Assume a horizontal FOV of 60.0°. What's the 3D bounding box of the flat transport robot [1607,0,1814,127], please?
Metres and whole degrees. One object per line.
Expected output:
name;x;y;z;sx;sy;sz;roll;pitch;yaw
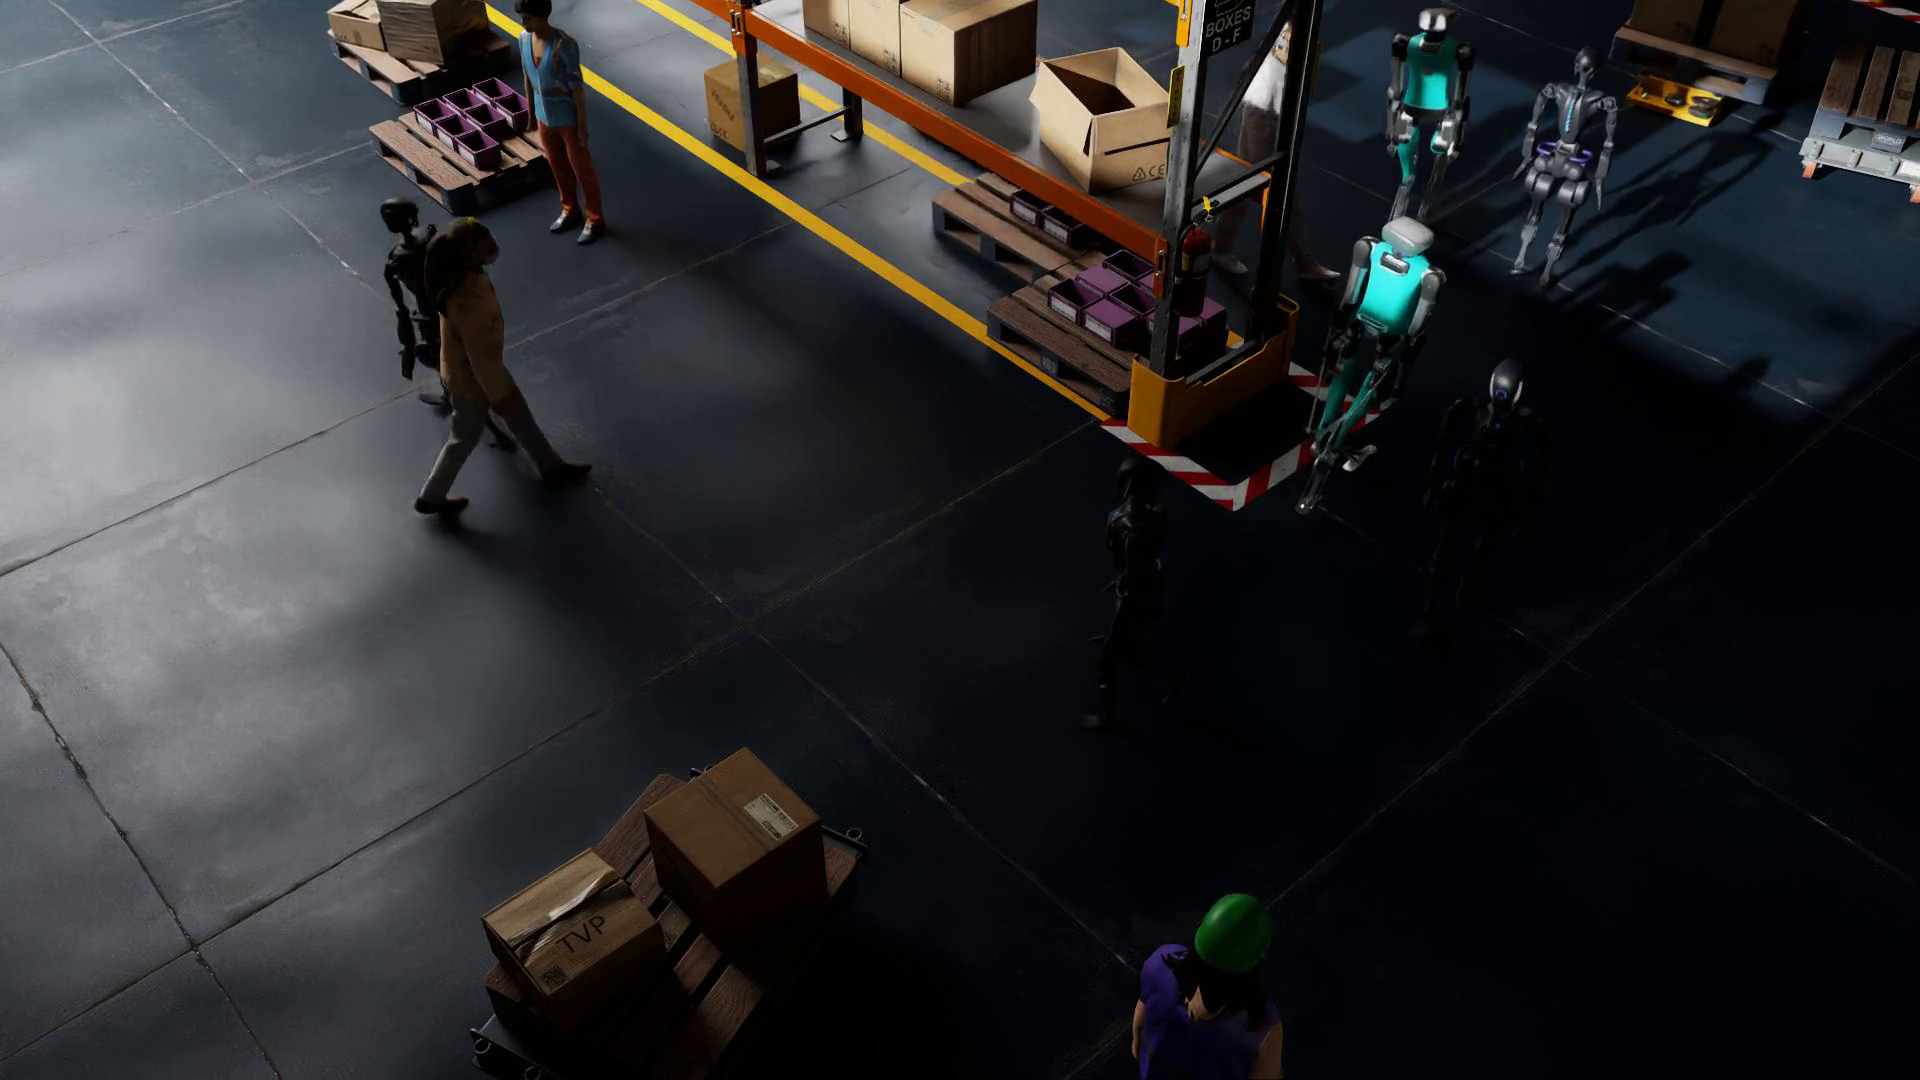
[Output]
flat transport robot;5.841;-3.695;13.114;0.659;0.231;1.431;27;49;26

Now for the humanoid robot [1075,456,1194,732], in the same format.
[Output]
humanoid robot;0.853;0.307;7.734;0.561;1.640;0.602;6;43;6

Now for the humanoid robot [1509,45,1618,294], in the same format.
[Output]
humanoid robot;3.817;-2.325;10.577;0.599;1.647;0.387;26;49;26

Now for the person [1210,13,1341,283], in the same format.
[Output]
person;2.063;-2.423;10.547;0.963;1.860;0.679;29;50;28

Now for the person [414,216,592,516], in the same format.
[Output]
person;-2.637;-0.925;8.962;0.985;1.827;0.603;-11;44;-12

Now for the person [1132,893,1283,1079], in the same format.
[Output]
person;0.847;1.882;5.821;0.548;1.929;0.414;28;49;27

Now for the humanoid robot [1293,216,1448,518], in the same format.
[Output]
humanoid robot;2.076;-0.833;8.935;0.554;1.722;0.993;32;51;30

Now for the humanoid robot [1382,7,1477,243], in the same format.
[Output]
humanoid robot;3.112;-2.757;11.048;0.569;1.761;1.061;19;46;20

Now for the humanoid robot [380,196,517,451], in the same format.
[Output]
humanoid robot;-2.960;-1.222;9.428;0.745;1.630;0.589;11;44;12

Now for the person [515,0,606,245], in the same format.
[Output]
person;-2.673;-2.820;11.063;0.498;1.759;0.332;21;47;21

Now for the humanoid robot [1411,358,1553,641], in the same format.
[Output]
humanoid robot;2.608;-0.198;8.286;0.586;1.636;0.686;16;45;17
